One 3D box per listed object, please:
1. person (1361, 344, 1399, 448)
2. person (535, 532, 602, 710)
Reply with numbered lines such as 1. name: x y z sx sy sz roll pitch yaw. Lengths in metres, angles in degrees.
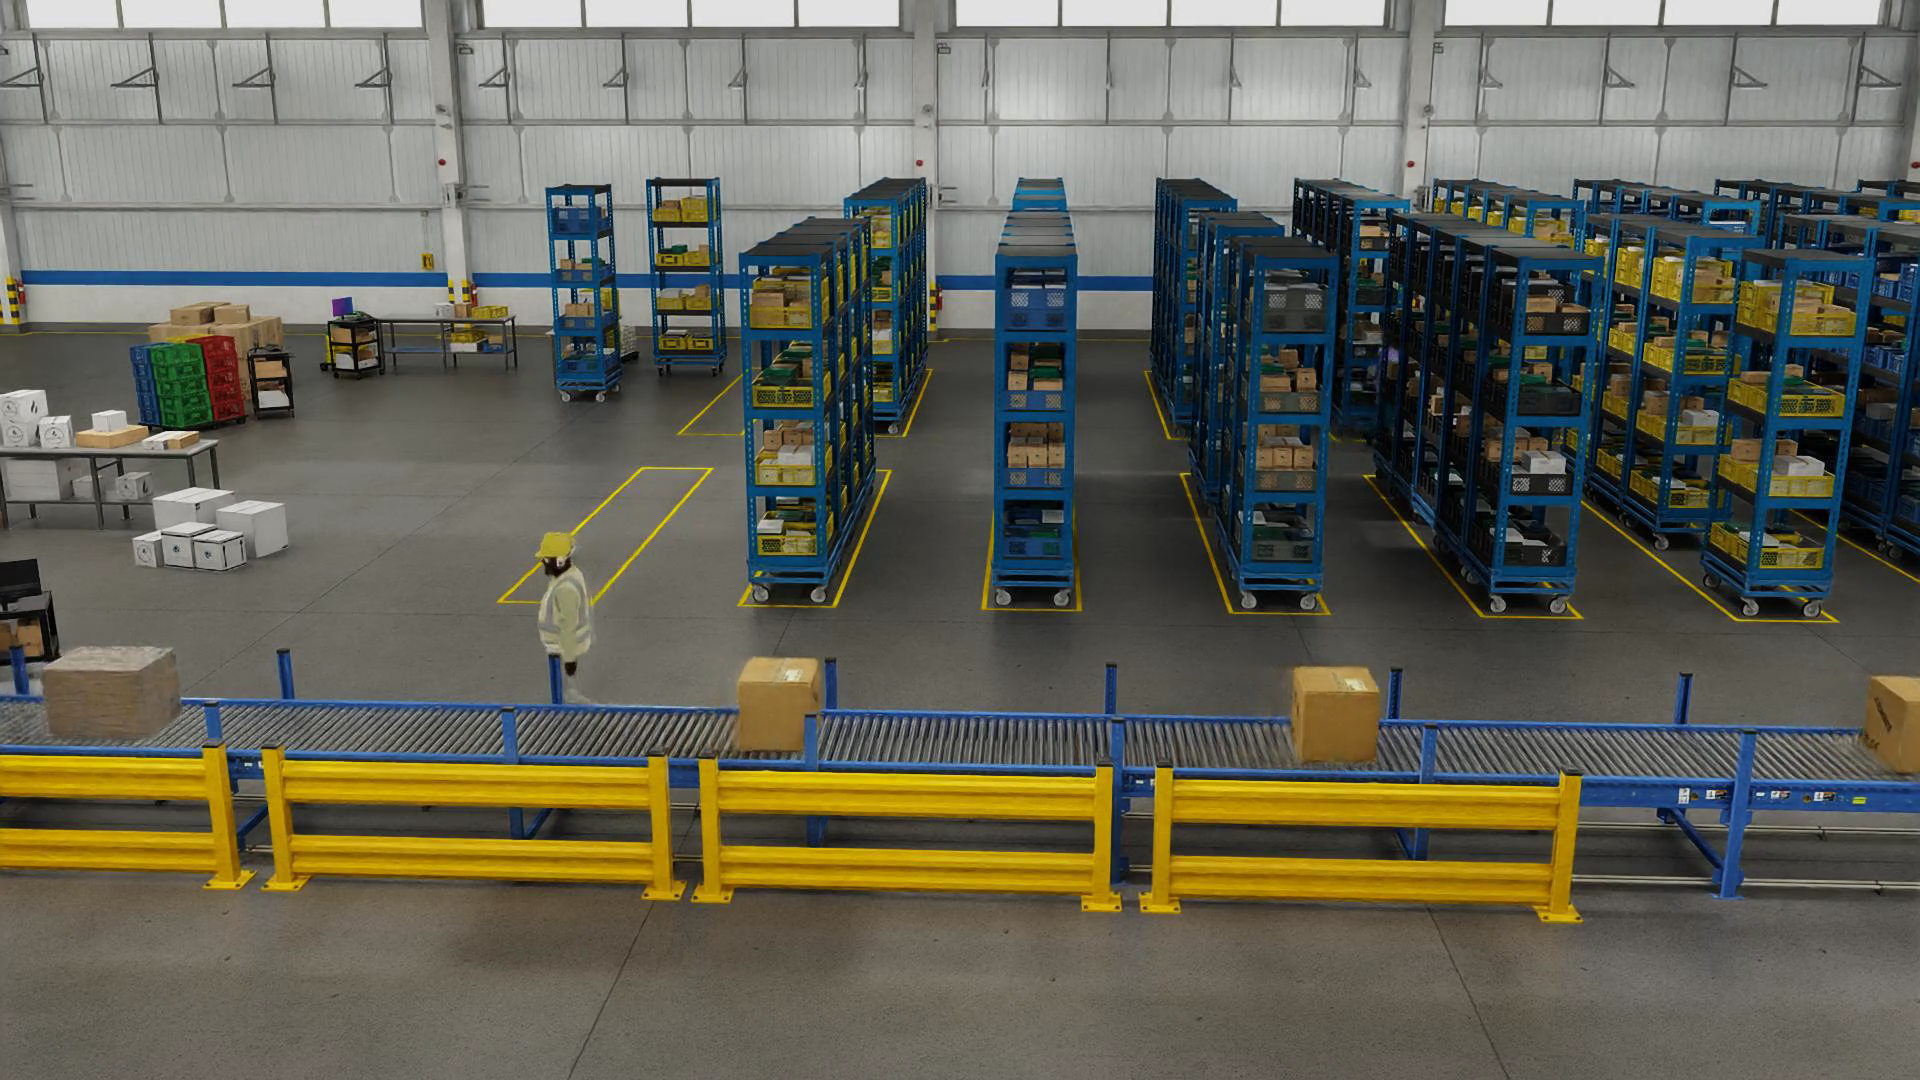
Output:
1. person: 6.175 -2.141 24.027 0.503 1.821 0.609 2 15 6
2. person: -3.063 0.807 13.101 0.488 1.815 0.596 -3 15 -12
